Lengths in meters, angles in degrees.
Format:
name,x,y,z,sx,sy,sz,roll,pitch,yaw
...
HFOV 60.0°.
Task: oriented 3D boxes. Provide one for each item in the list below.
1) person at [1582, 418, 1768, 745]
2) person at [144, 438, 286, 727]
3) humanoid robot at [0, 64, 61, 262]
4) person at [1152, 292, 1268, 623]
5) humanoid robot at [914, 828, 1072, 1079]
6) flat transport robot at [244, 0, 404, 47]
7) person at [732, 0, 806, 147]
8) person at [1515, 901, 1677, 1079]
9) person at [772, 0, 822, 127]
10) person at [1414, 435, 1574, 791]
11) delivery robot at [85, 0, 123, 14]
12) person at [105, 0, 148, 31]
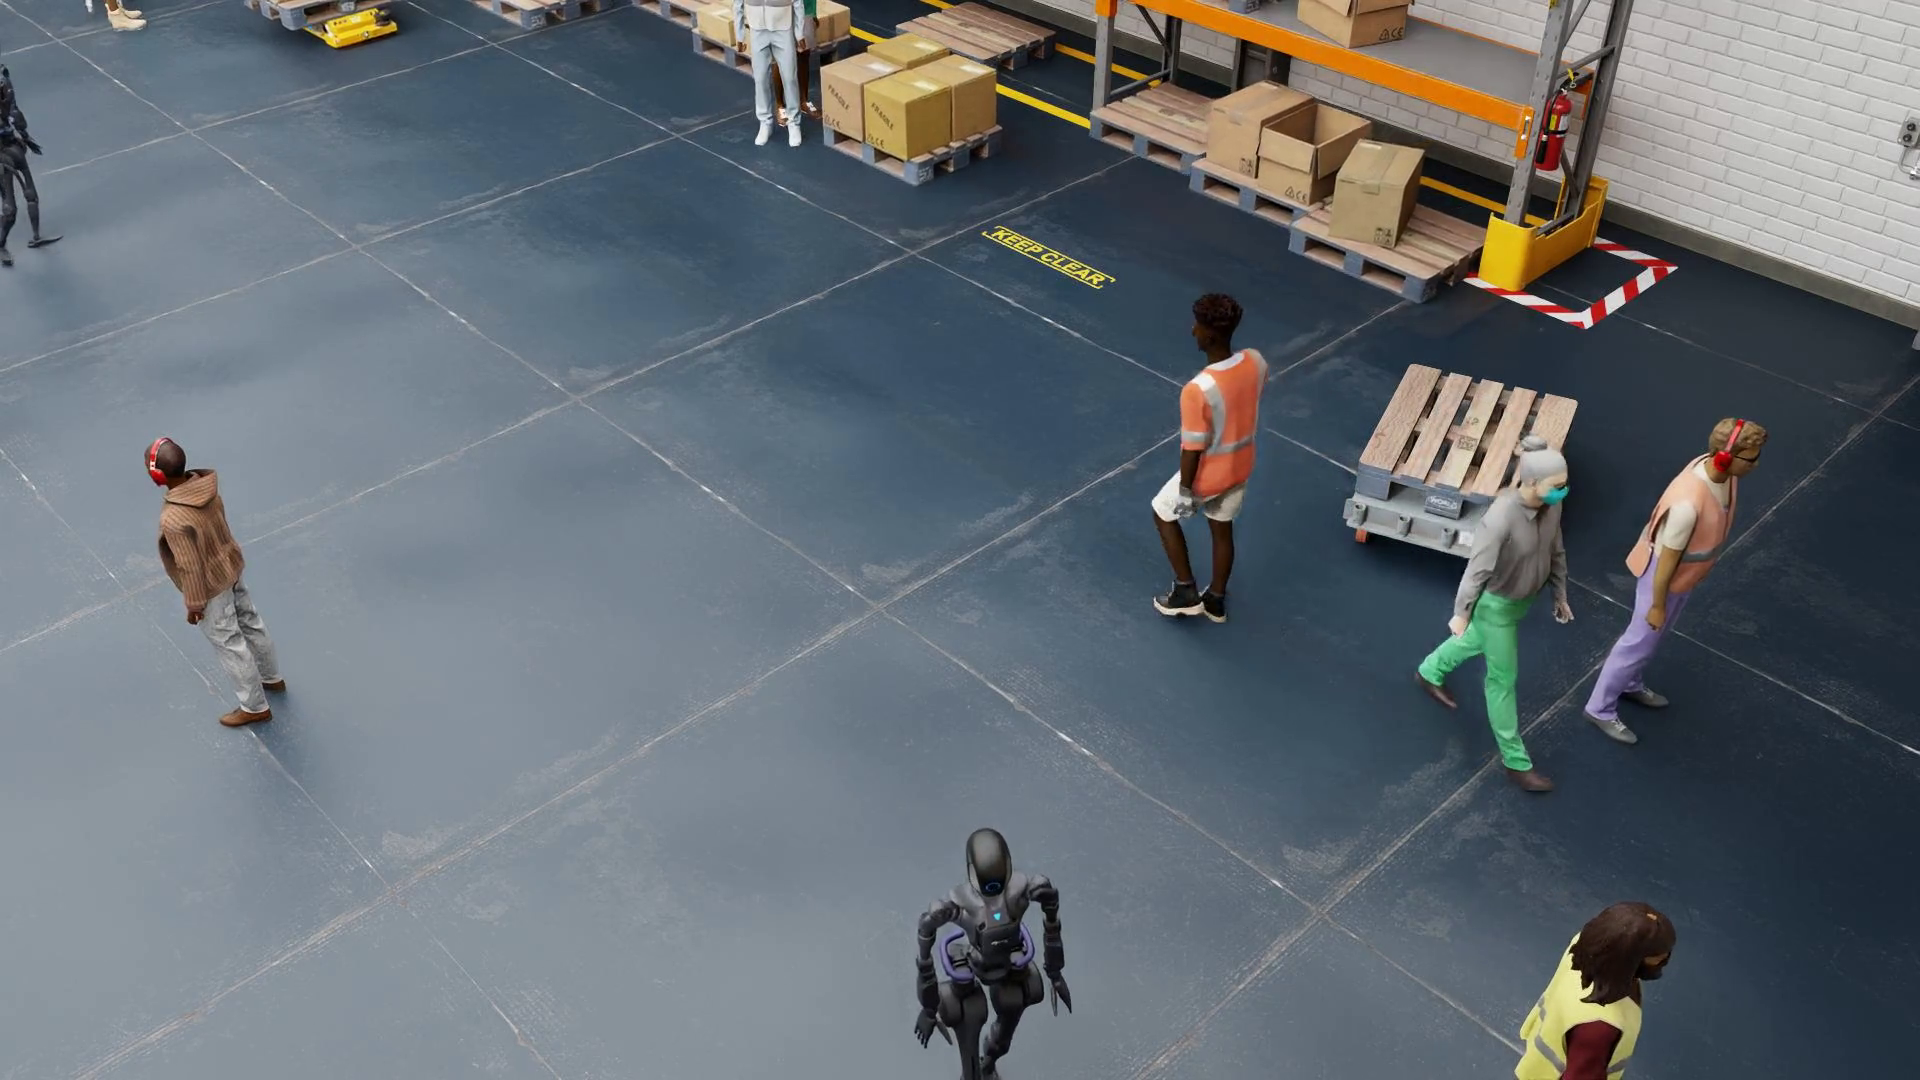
name,x,y,z,sx,sy,sz,roll,pitch,yaw
person,3.428,0.175,8.012,0.403,1.832,0.575,28,45,32
person,-3.629,0.207,8.108,0.310,1.650,0.471,1,37,2
humanoid robot,-7.053,-2.886,12.192,0.460,1.646,0.590,-2,37,-3
person,1.302,-0.401,8.674,0.613,1.943,0.482,-25,44,-29
humanoid robot,0.135,1.674,6.160,0.608,1.639,0.583,-11,38,-14
flat transport robot,-6.233,-5.200,16.417,1.431,0.231,0.659,31,47,34
person,-1.572,-4.210,13.752,0.595,1.908,0.408,1,37,1
person,2.117,1.876,5.803,0.361,1.769,0.475,12,39,15
person,-1.440,-4.478,14.152,0.506,1.846,0.376,-21,42,-26
person,2.627,0.270,7.921,0.531,1.792,0.976,-27,44,-31
delivery robot,-8.697,-5.694,16.841,0.499,0.604,0.807,-11,39,-15
person,-8.254,-5.936,15.925,0.386,2.039,0.613,-17,40,-22
